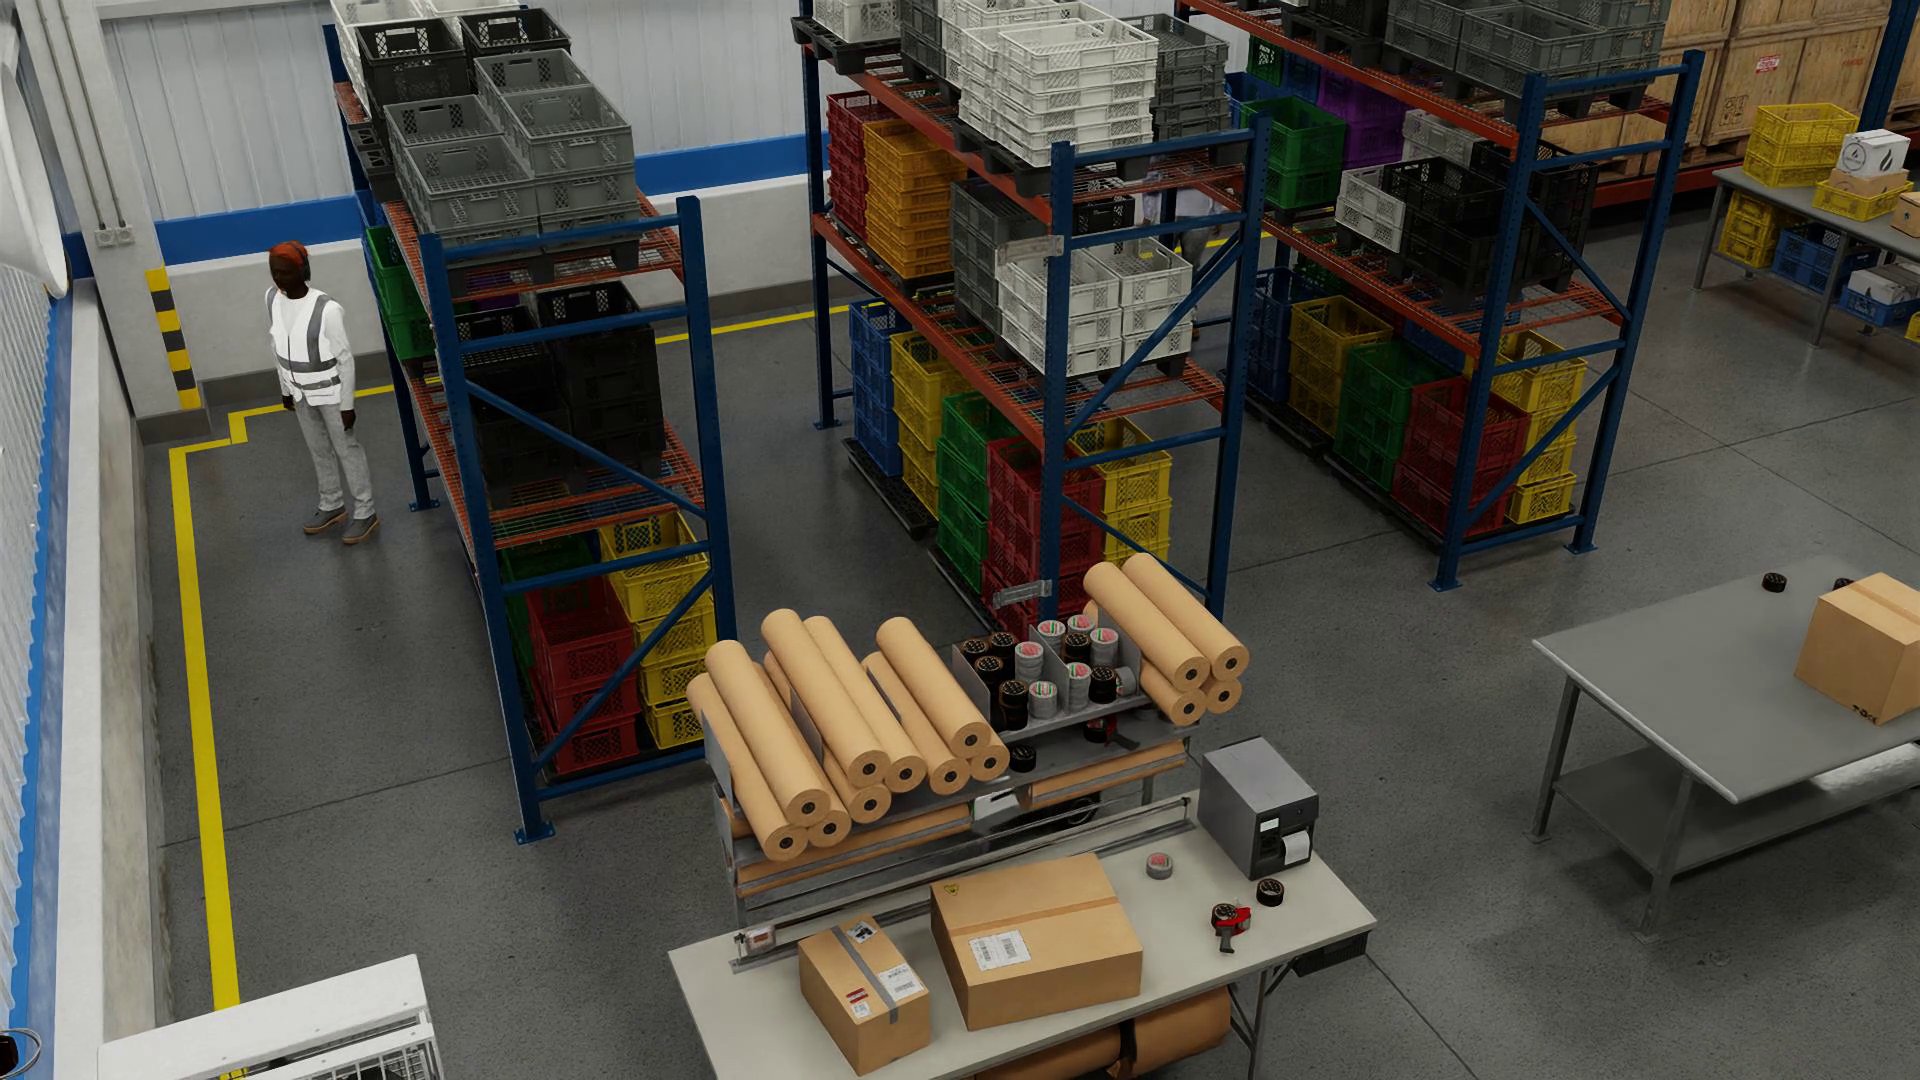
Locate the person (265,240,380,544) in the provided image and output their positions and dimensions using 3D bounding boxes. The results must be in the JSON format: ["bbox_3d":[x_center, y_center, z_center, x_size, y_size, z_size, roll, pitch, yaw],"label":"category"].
[{"bbox_3d":[-3.798,-0.867,9.827,0.575,1.882,0.355,14,34,22],"label":"person"}]

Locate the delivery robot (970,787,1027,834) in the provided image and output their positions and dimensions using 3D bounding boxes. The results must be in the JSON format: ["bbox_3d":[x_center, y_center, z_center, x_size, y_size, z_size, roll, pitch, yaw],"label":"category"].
[{"bbox_3d":[0.235,1.083,7.831,0.707,0.478,0.477,-18,36,-26],"label":"delivery robot"}]

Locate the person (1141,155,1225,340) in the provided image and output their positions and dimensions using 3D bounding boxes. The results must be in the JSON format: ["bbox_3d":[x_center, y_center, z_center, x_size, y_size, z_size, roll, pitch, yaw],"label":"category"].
[{"bbox_3d":[1.644,-2.413,12.285,0.628,1.940,0.373,0,32,0],"label":"person"}]
